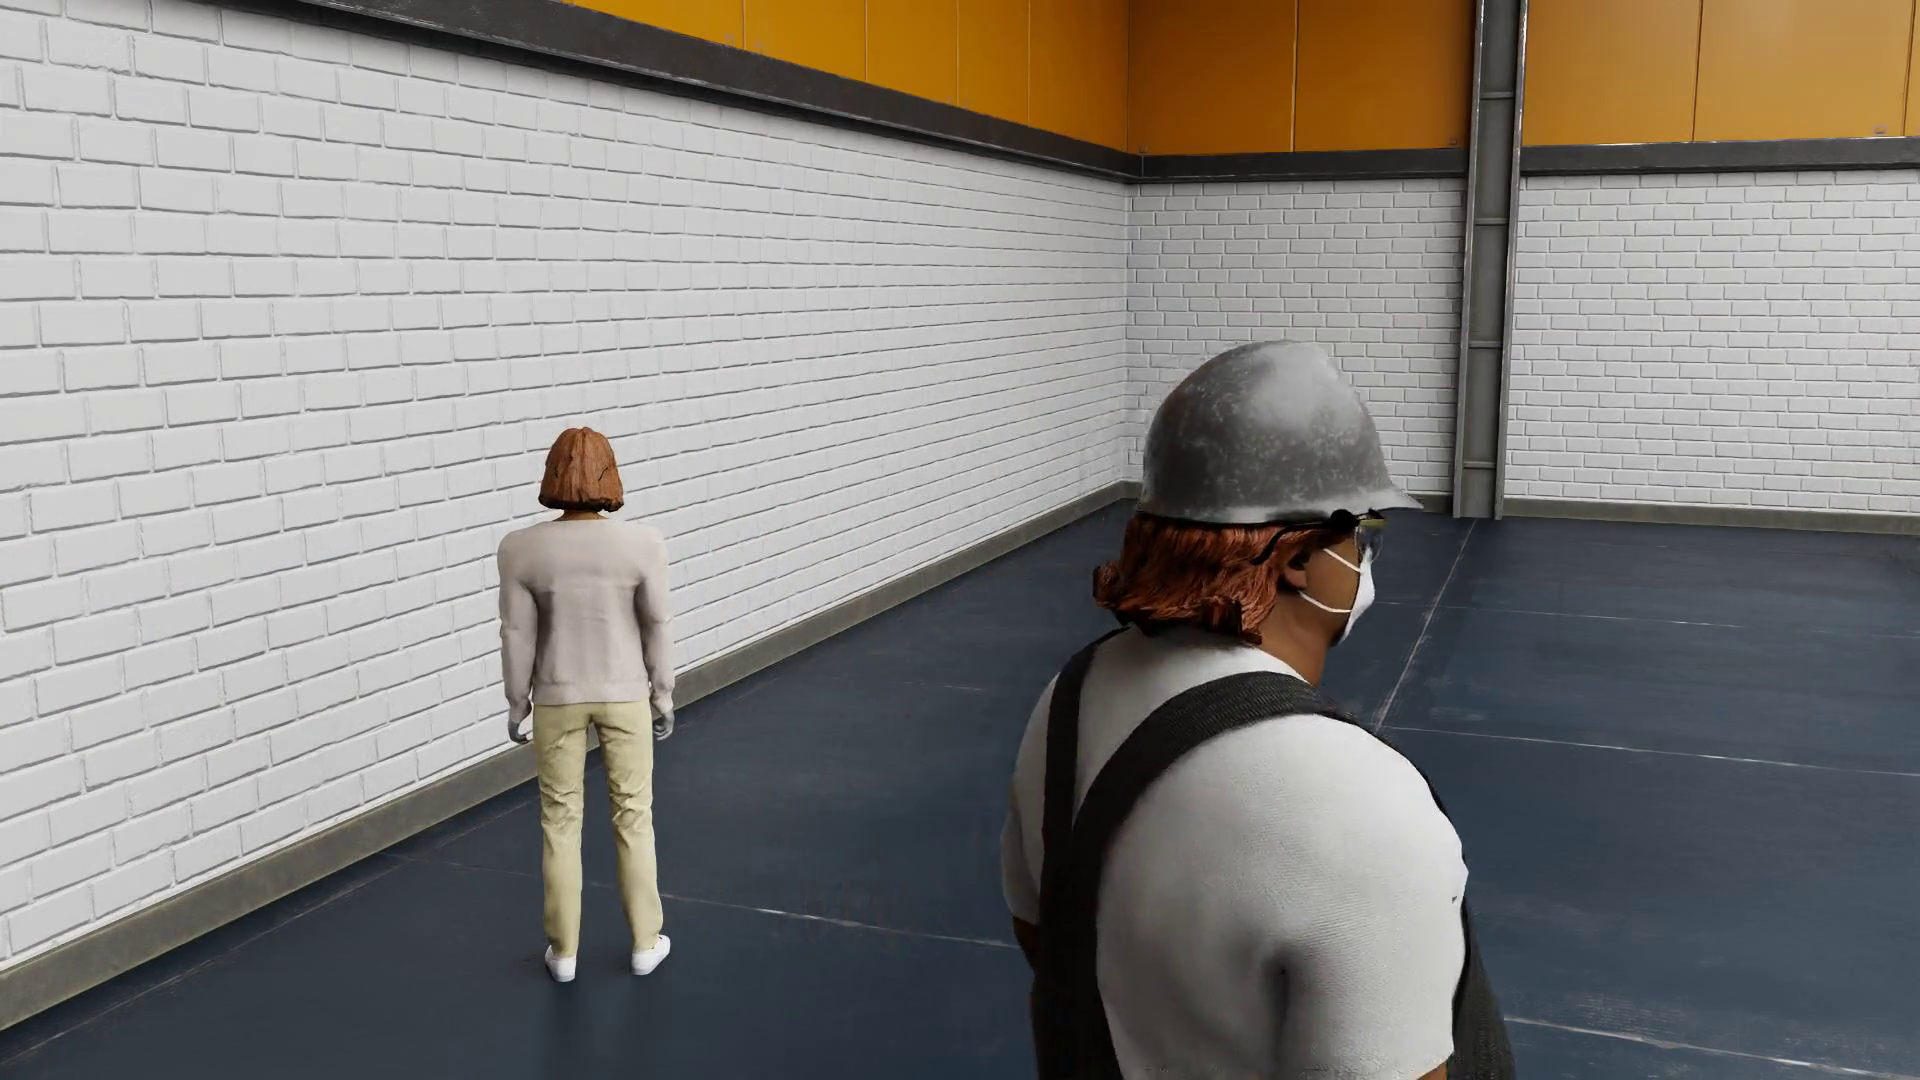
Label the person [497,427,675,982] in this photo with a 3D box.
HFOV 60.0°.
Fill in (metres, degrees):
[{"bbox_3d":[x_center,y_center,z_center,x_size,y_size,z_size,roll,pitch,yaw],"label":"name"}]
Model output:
[{"bbox_3d":[-1.085,0.485,4.886,0.499,1.634,0.279,-1,9,-8],"label":"person"}]
